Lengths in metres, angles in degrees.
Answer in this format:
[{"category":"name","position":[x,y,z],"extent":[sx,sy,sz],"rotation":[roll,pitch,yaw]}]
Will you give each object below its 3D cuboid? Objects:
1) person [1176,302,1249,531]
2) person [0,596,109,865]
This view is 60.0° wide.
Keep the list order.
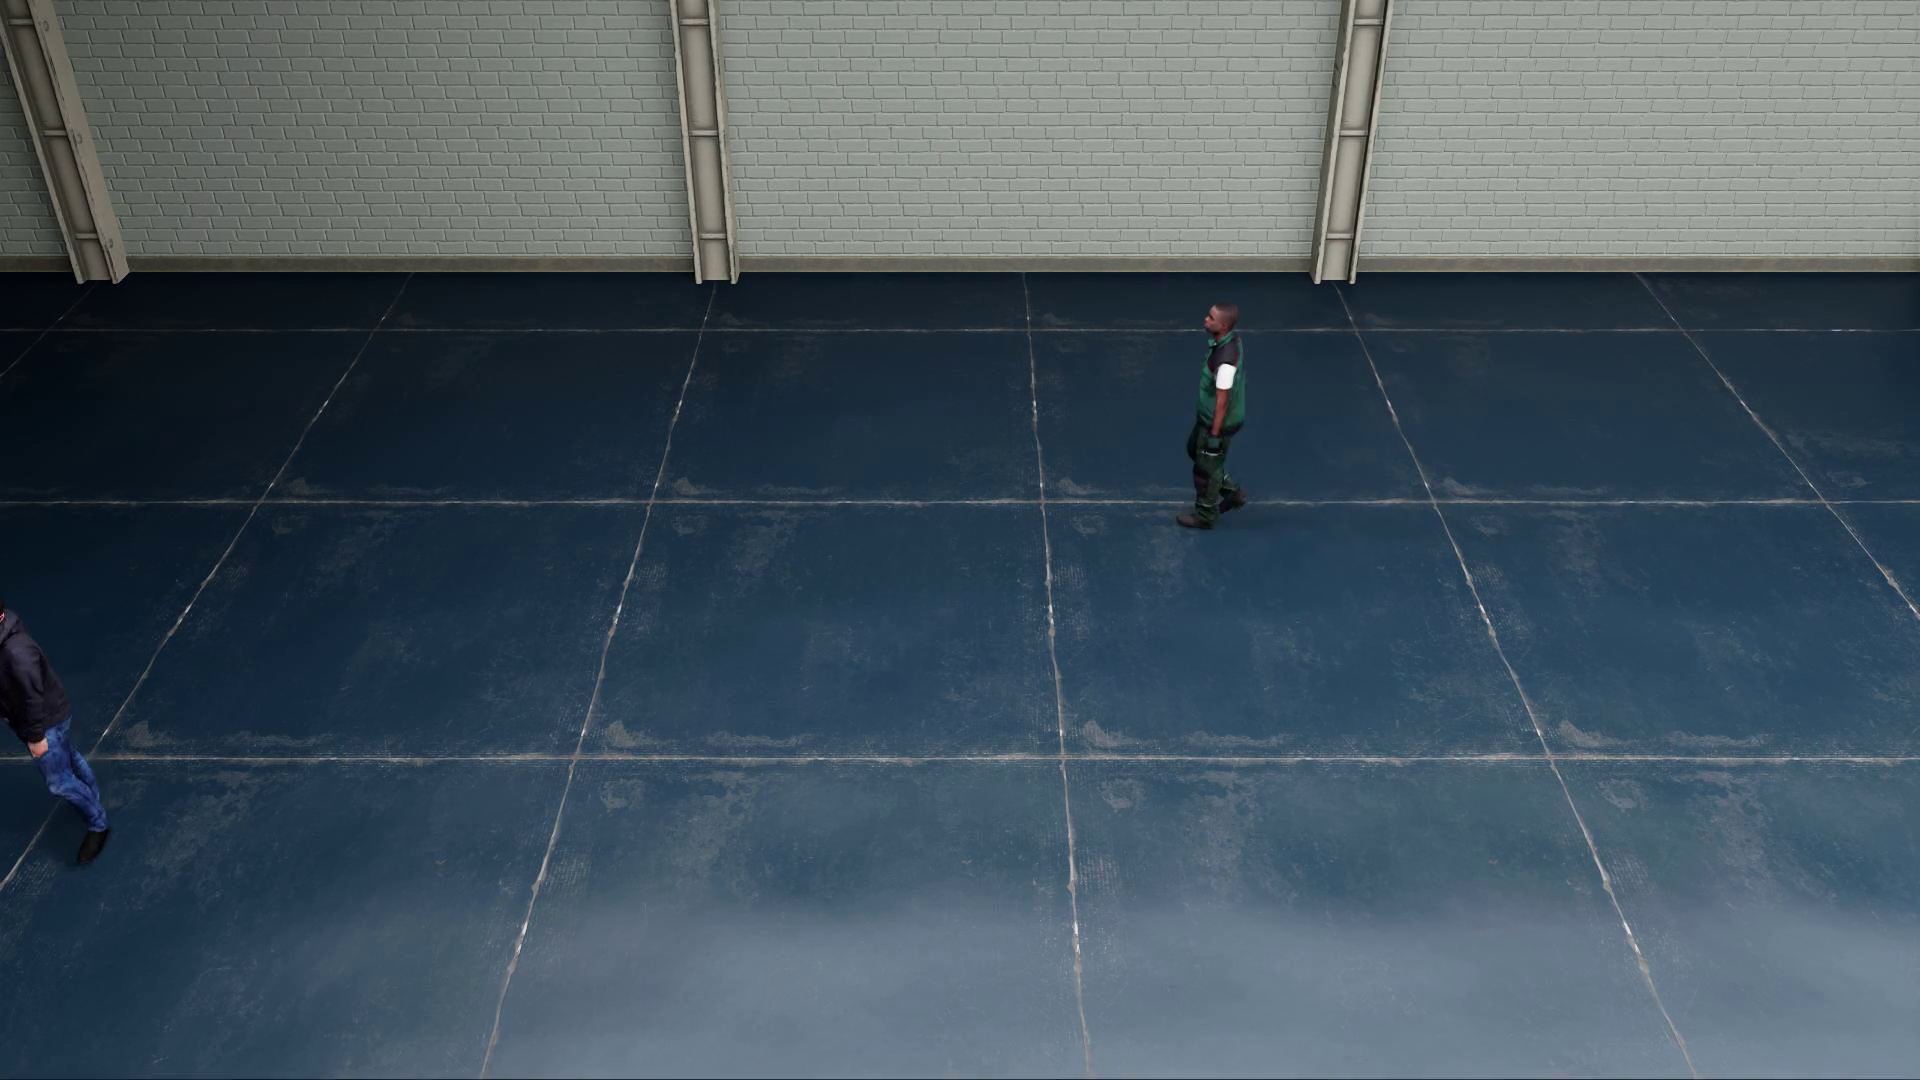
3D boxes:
[{"category":"person","position":[1.925,-0.865,11.937],"extent":[0.784,1.832,0.740],"rotation":[5,33,7]},{"category":"person","position":[-5.060,0.919,9.176],"extent":[0.922,1.853,0.916],"rotation":[-16,36,-23]}]
